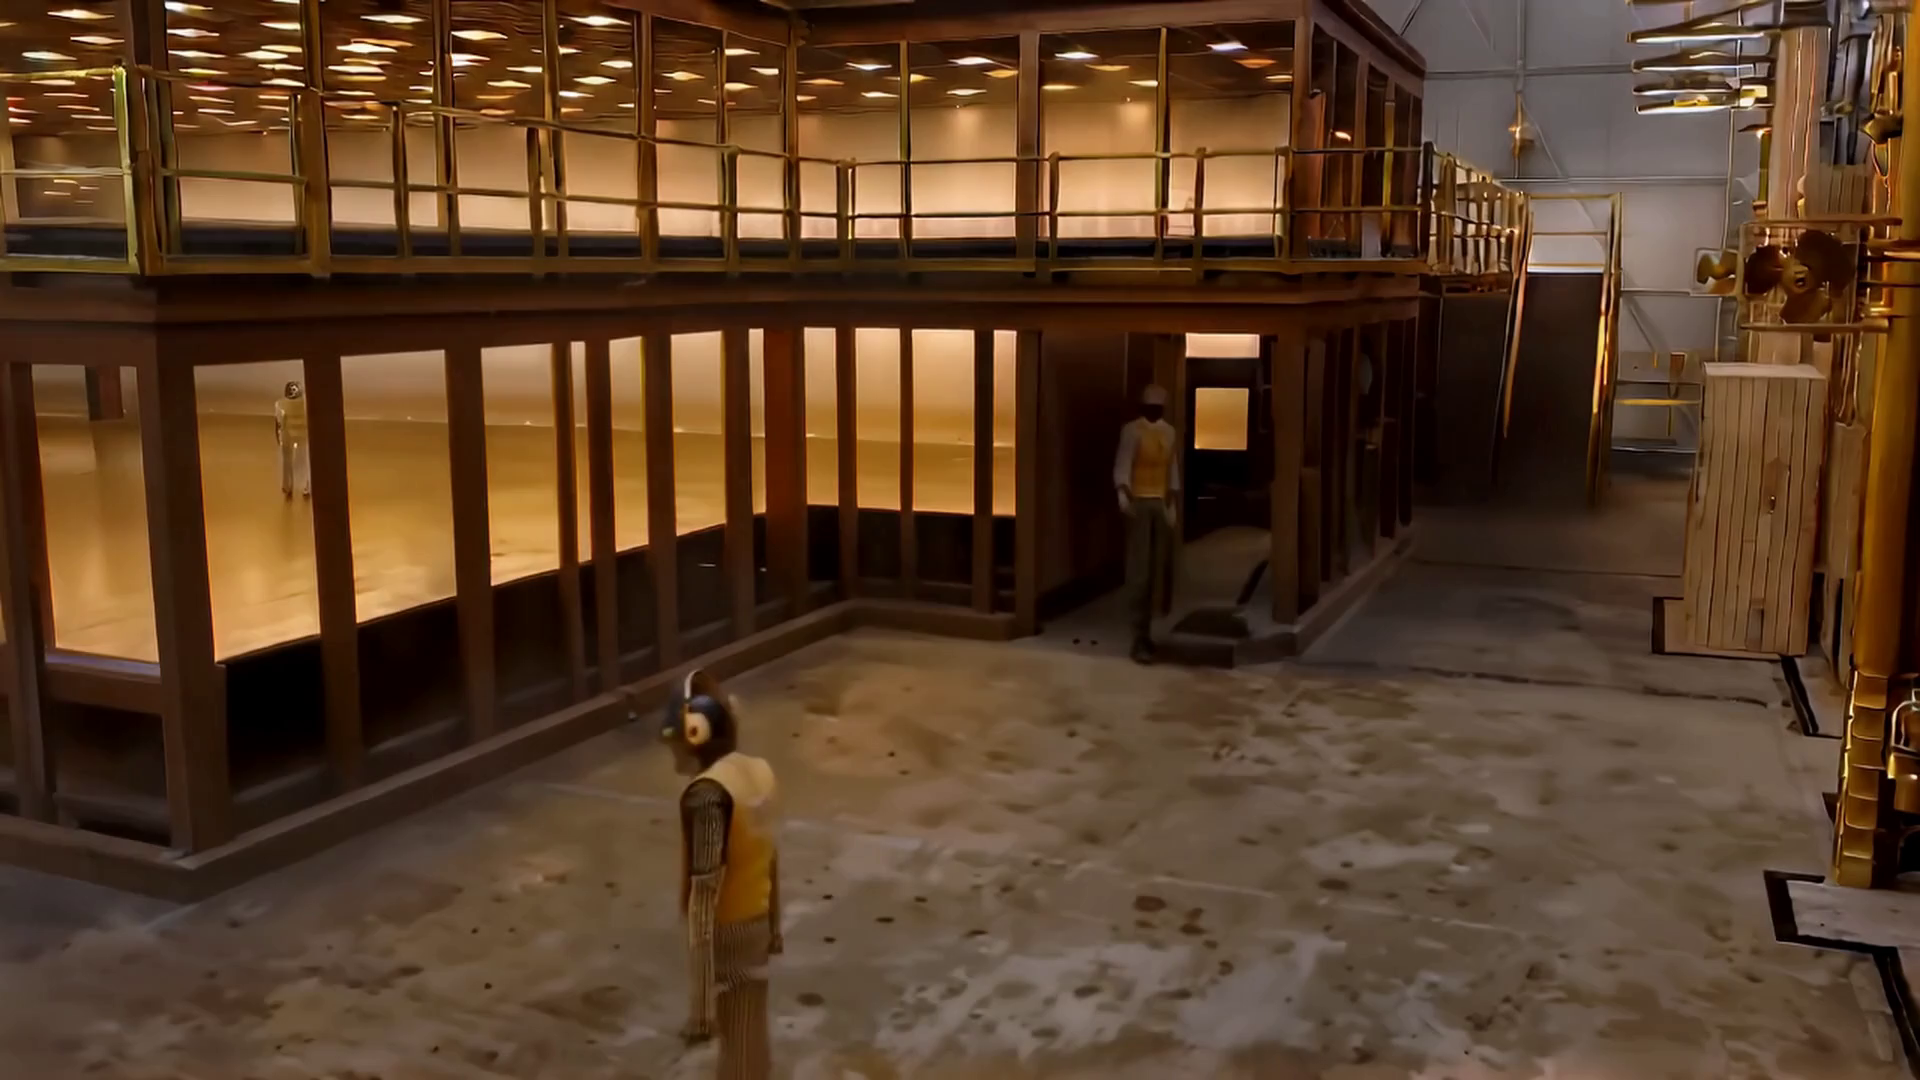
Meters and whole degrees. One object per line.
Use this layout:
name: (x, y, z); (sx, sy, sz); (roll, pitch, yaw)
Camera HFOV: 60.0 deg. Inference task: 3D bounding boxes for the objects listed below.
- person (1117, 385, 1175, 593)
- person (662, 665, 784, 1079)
person: (1.781, -0.484, 15.809); (0.625, 1.984, 0.405); (-5, 10, -28)
person: (-0.693, 1.306, 5.181); (0.477, 1.849, 0.598); (3, 10, 19)
